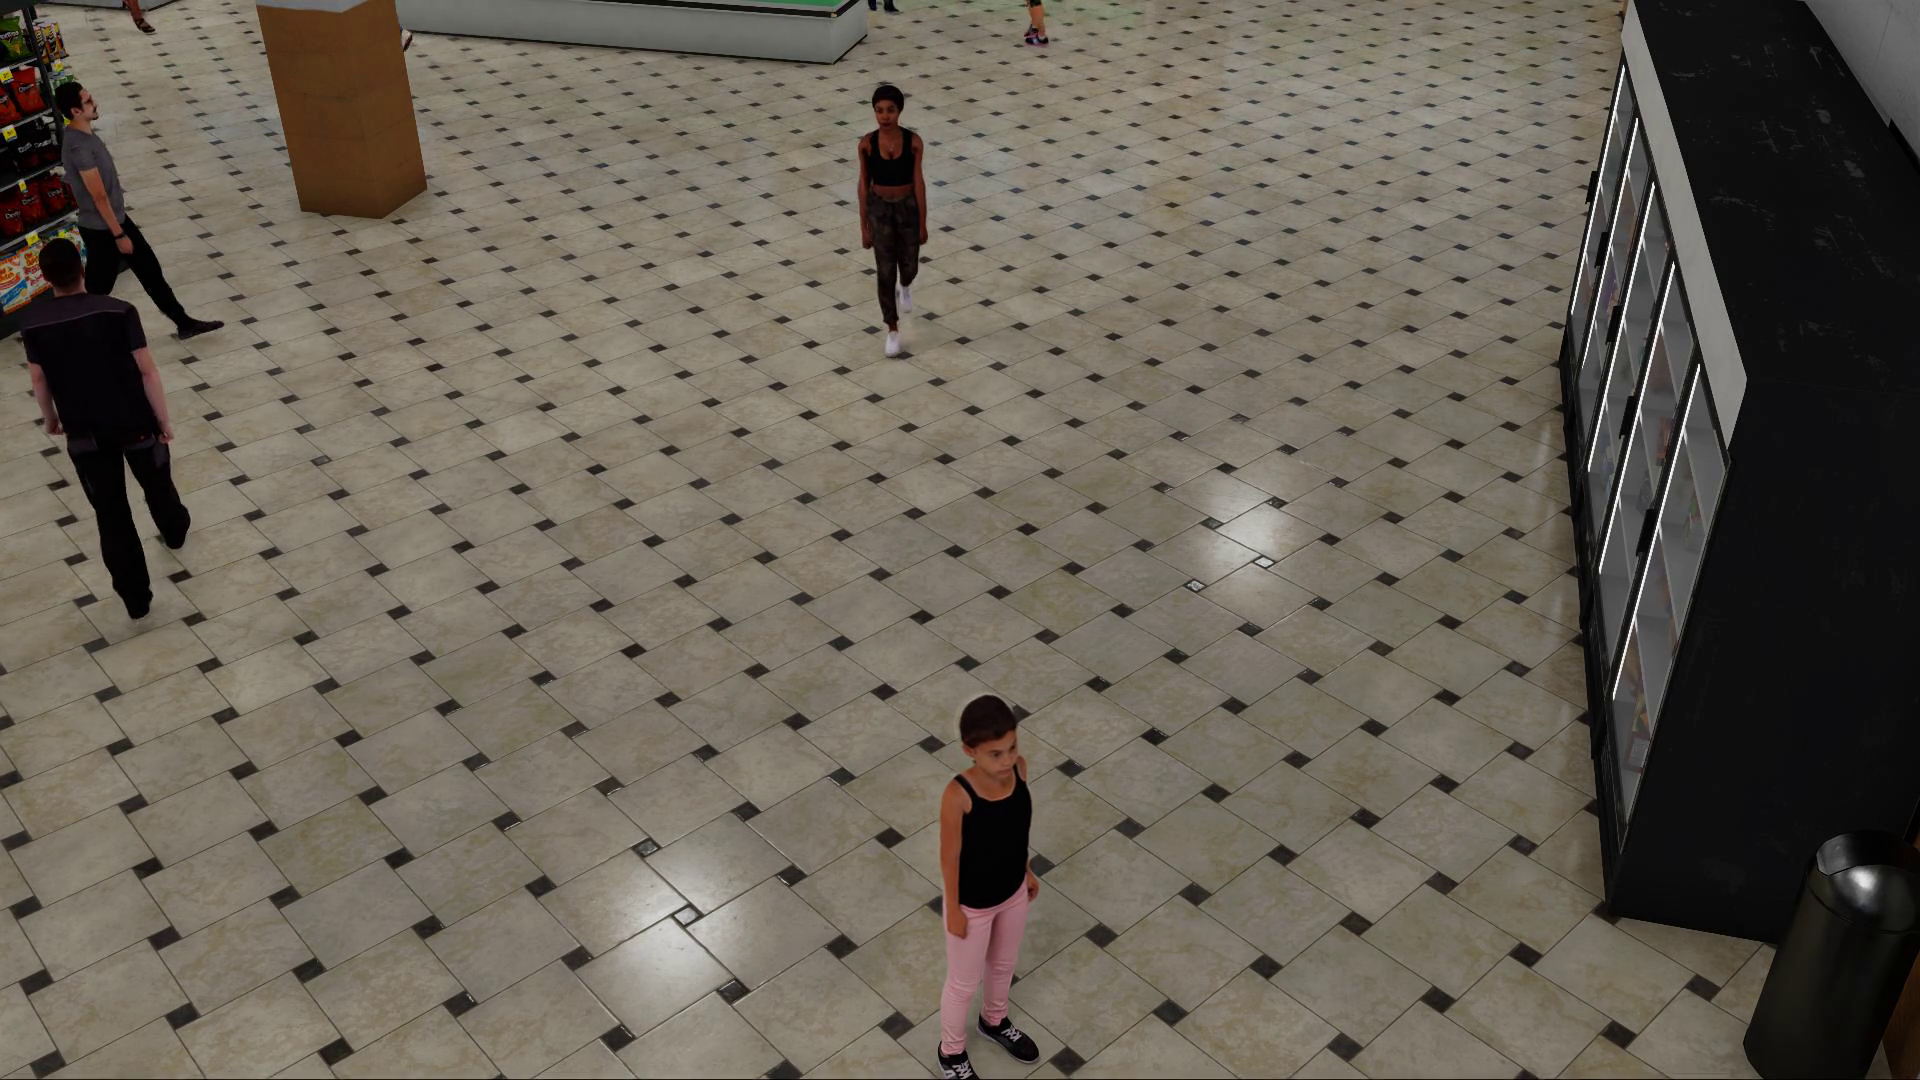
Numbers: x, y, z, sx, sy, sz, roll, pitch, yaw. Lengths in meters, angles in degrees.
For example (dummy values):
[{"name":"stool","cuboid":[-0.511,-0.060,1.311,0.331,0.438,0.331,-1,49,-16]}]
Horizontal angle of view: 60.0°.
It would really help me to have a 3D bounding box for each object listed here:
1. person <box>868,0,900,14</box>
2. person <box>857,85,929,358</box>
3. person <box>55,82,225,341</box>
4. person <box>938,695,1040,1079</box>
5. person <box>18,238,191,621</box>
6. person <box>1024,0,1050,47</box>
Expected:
[{"name":"person","cuboid":[-0.841,-6.200,17.543,0.659,1.247,0.723,-25,40,-34]},{"name":"person","cuboid":[-0.411,-2.027,10.422,0.893,1.685,0.786,0,32,1]},{"name":"person","cuboid":[-5.323,-1.900,10.193,1.243,1.711,1.090,-13,34,-19]},{"name":"person","cuboid":[0.085,1.150,5.431,0.616,1.564,0.649,-25,40,-34]},{"name":"person","cuboid":[-4.010,-0.483,7.835,1.285,1.797,1.215,-9,33,-14]},{"name":"person","cuboid":[0.791,-5.706,16.310,0.726,1.710,0.687,24,39,33]}]
